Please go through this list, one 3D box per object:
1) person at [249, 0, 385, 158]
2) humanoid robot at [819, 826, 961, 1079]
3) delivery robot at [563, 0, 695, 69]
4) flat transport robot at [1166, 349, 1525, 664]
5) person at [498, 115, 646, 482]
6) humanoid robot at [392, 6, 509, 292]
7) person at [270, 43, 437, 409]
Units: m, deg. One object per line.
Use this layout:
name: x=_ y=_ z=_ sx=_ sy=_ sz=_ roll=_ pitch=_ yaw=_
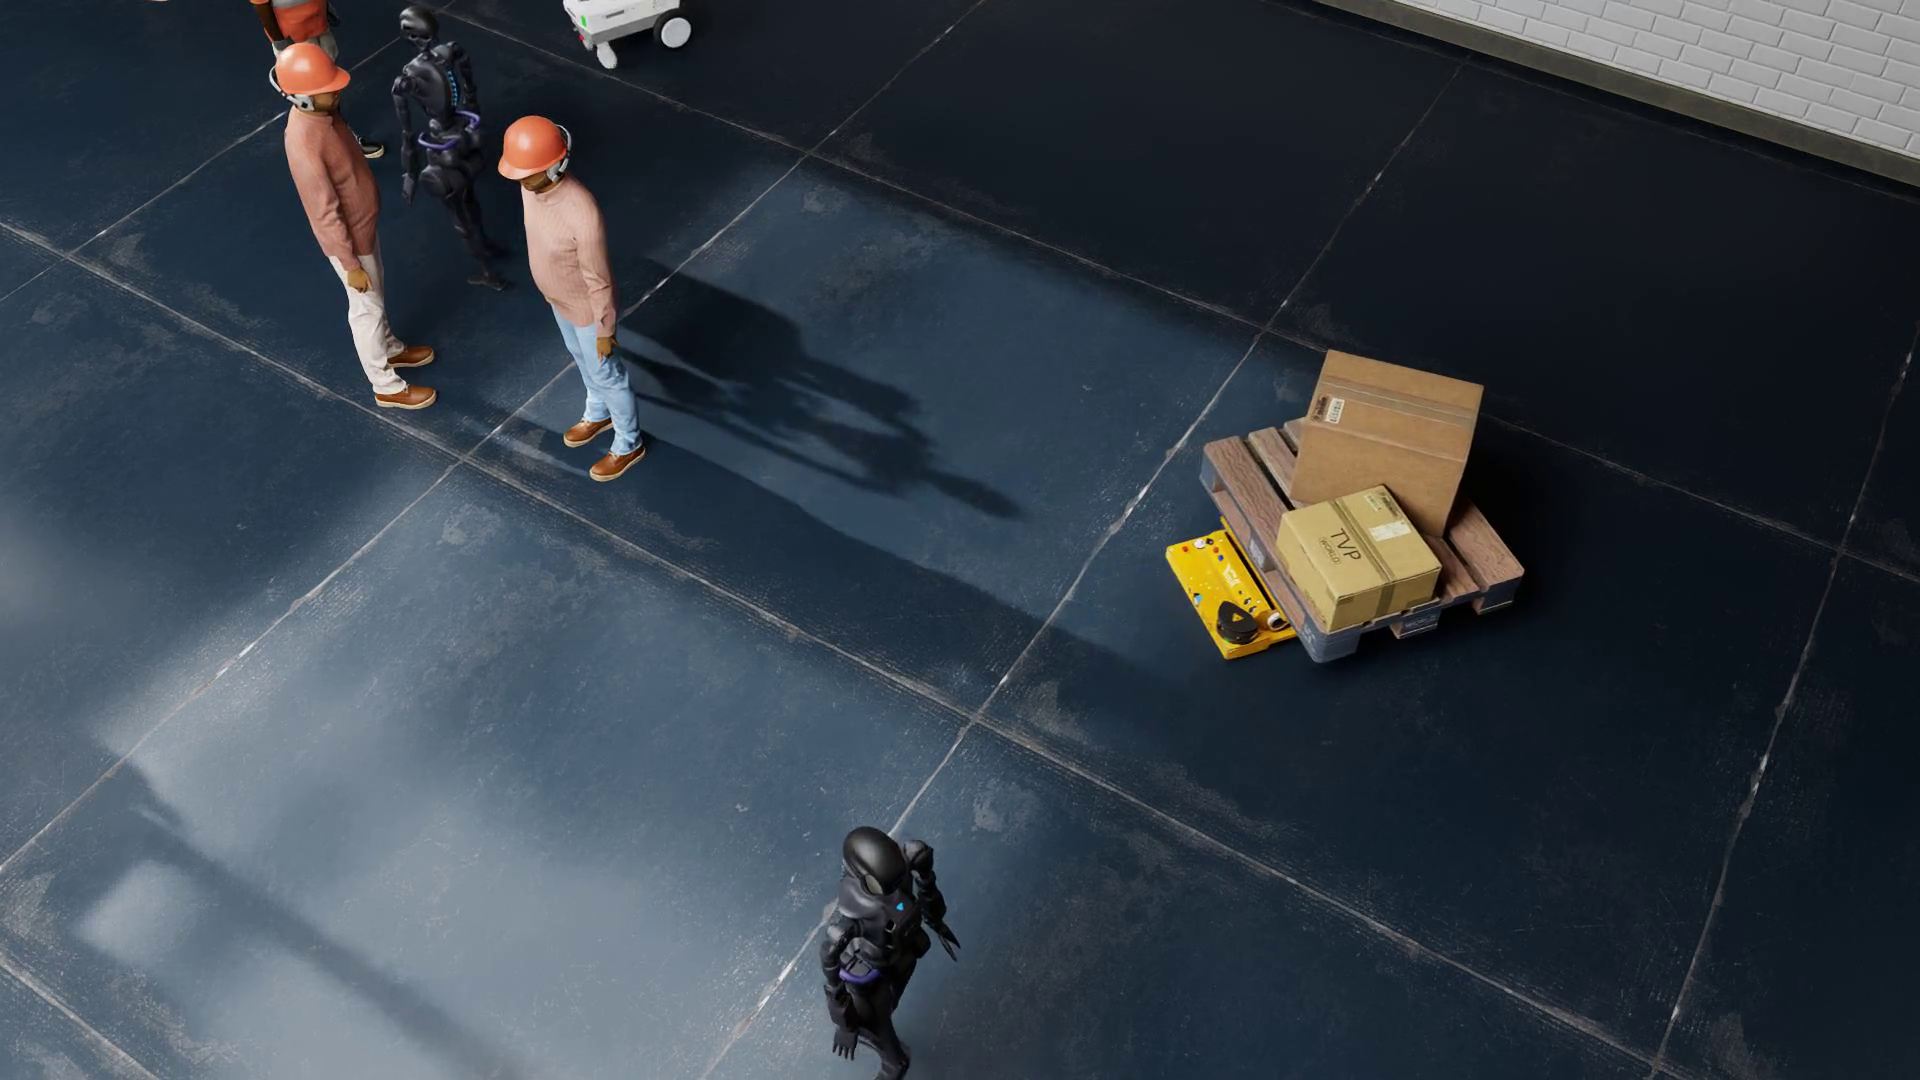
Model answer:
person: x=-3.649 y=-2.876 z=9.204 sx=0.368 sy=1.966 sz=0.602 roll=7 pitch=49 yaw=6
humanoid robot: x=-0.243 y=1.439 z=5.629 sx=0.449 sy=1.646 sz=0.588 roll=29 pitch=55 yaw=23
delivery robot: x=-2.115 y=-3.392 z=10.585 sx=0.758 sy=0.587 sz=0.499 roll=-25 pitch=53 yaw=-20
flat transport robot: x=1.750 y=0.076 z=7.749 sx=1.431 sy=0.231 sz=0.659 roll=-15 pitch=51 yaw=-13
person: x=-1.771 y=-1.105 z=7.645 sx=0.402 sy=1.986 sz=0.610 roll=-30 pitch=55 yaw=-24
humanoid robot: x=-2.707 y=-2.020 z=8.649 sx=0.508 sy=1.651 sz=0.594 roll=21 pitch=52 yaw=18
person: x=-2.899 y=-1.490 z=7.974 sx=0.394 sy=1.991 sz=0.622 roll=-9 pitch=49 yaw=-8
